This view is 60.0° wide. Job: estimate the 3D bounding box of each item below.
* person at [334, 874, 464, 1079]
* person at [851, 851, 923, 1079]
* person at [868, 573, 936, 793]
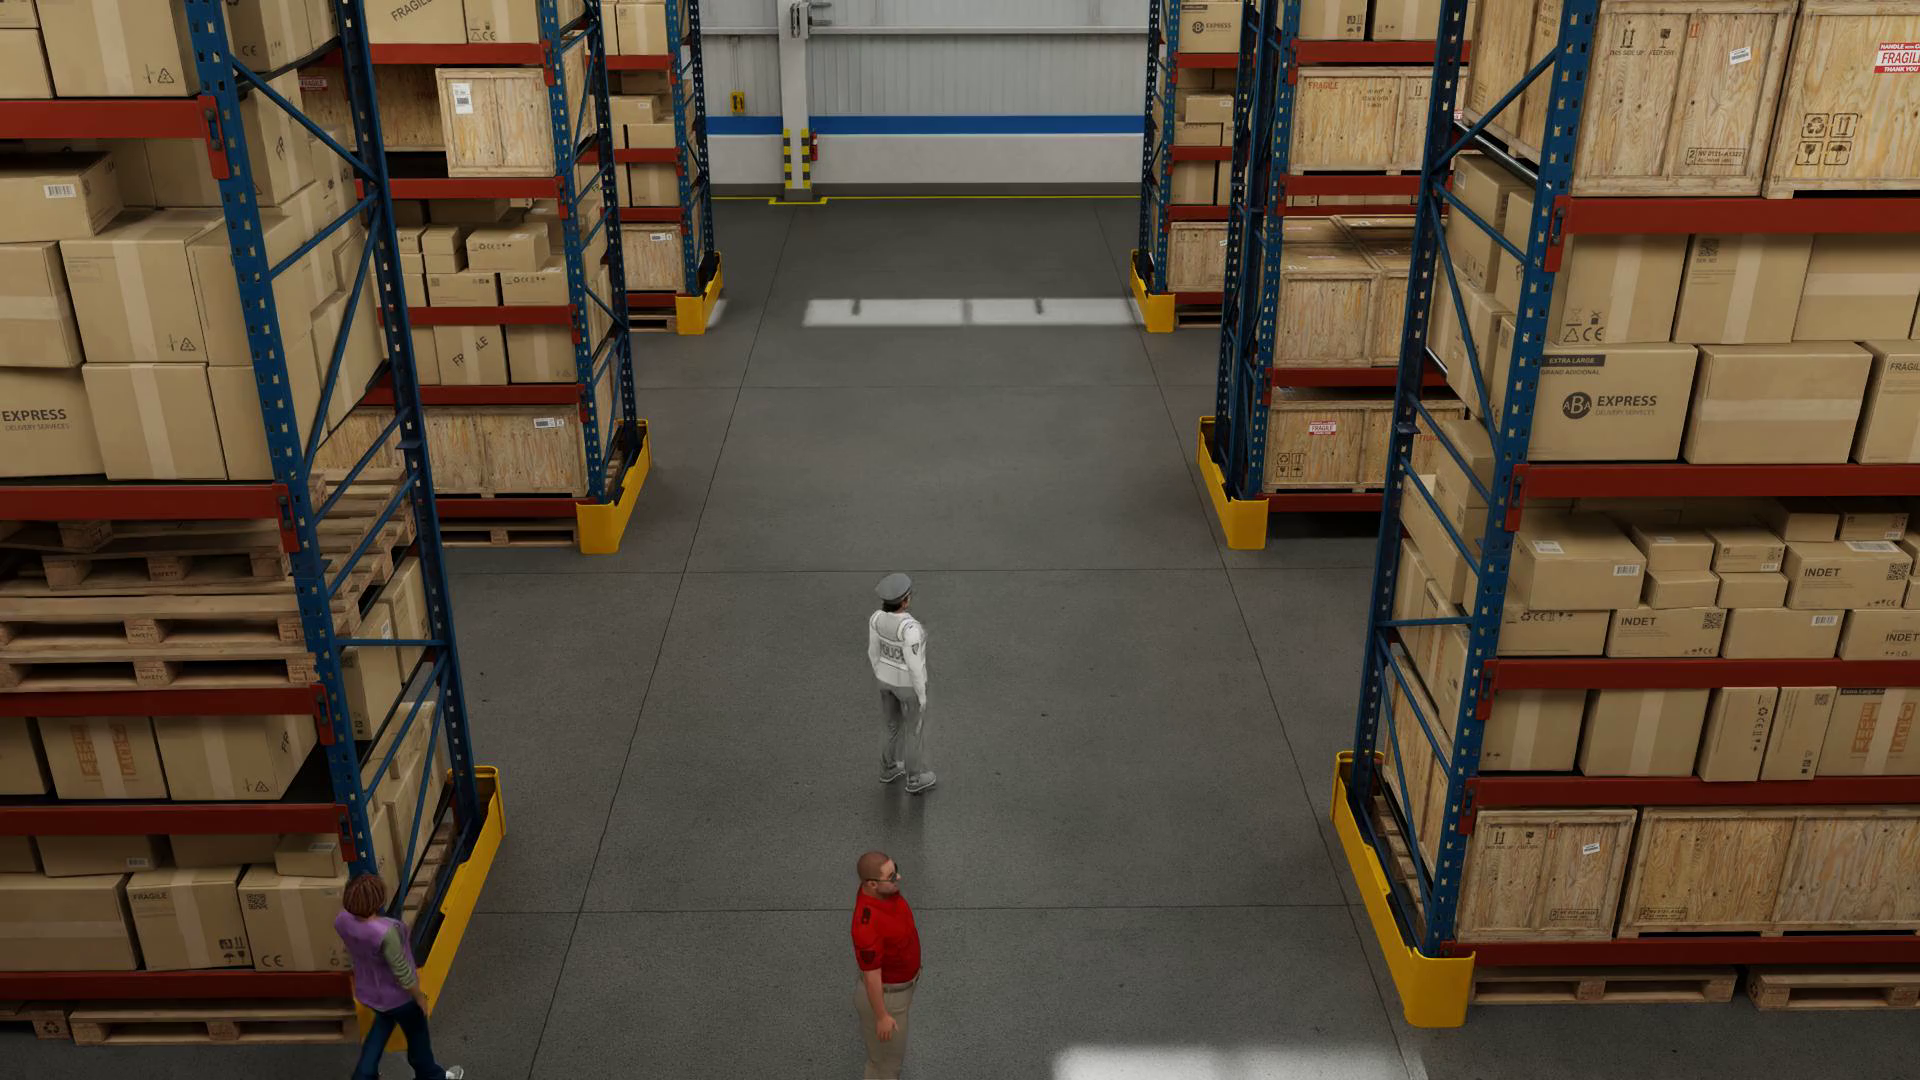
[{"bbox_3d":[-3.044,2.406,8.898,0.456,1.599,0.626,11,27,21],"label":"person"},{"bbox_3d":[-0.366,2.382,8.817,0.380,1.728,0.528,1,25,3],"label":"person"},{"bbox_3d":[-0.413,1.011,11.810,0.463,1.685,0.378,18,30,33],"label":"person"}]
